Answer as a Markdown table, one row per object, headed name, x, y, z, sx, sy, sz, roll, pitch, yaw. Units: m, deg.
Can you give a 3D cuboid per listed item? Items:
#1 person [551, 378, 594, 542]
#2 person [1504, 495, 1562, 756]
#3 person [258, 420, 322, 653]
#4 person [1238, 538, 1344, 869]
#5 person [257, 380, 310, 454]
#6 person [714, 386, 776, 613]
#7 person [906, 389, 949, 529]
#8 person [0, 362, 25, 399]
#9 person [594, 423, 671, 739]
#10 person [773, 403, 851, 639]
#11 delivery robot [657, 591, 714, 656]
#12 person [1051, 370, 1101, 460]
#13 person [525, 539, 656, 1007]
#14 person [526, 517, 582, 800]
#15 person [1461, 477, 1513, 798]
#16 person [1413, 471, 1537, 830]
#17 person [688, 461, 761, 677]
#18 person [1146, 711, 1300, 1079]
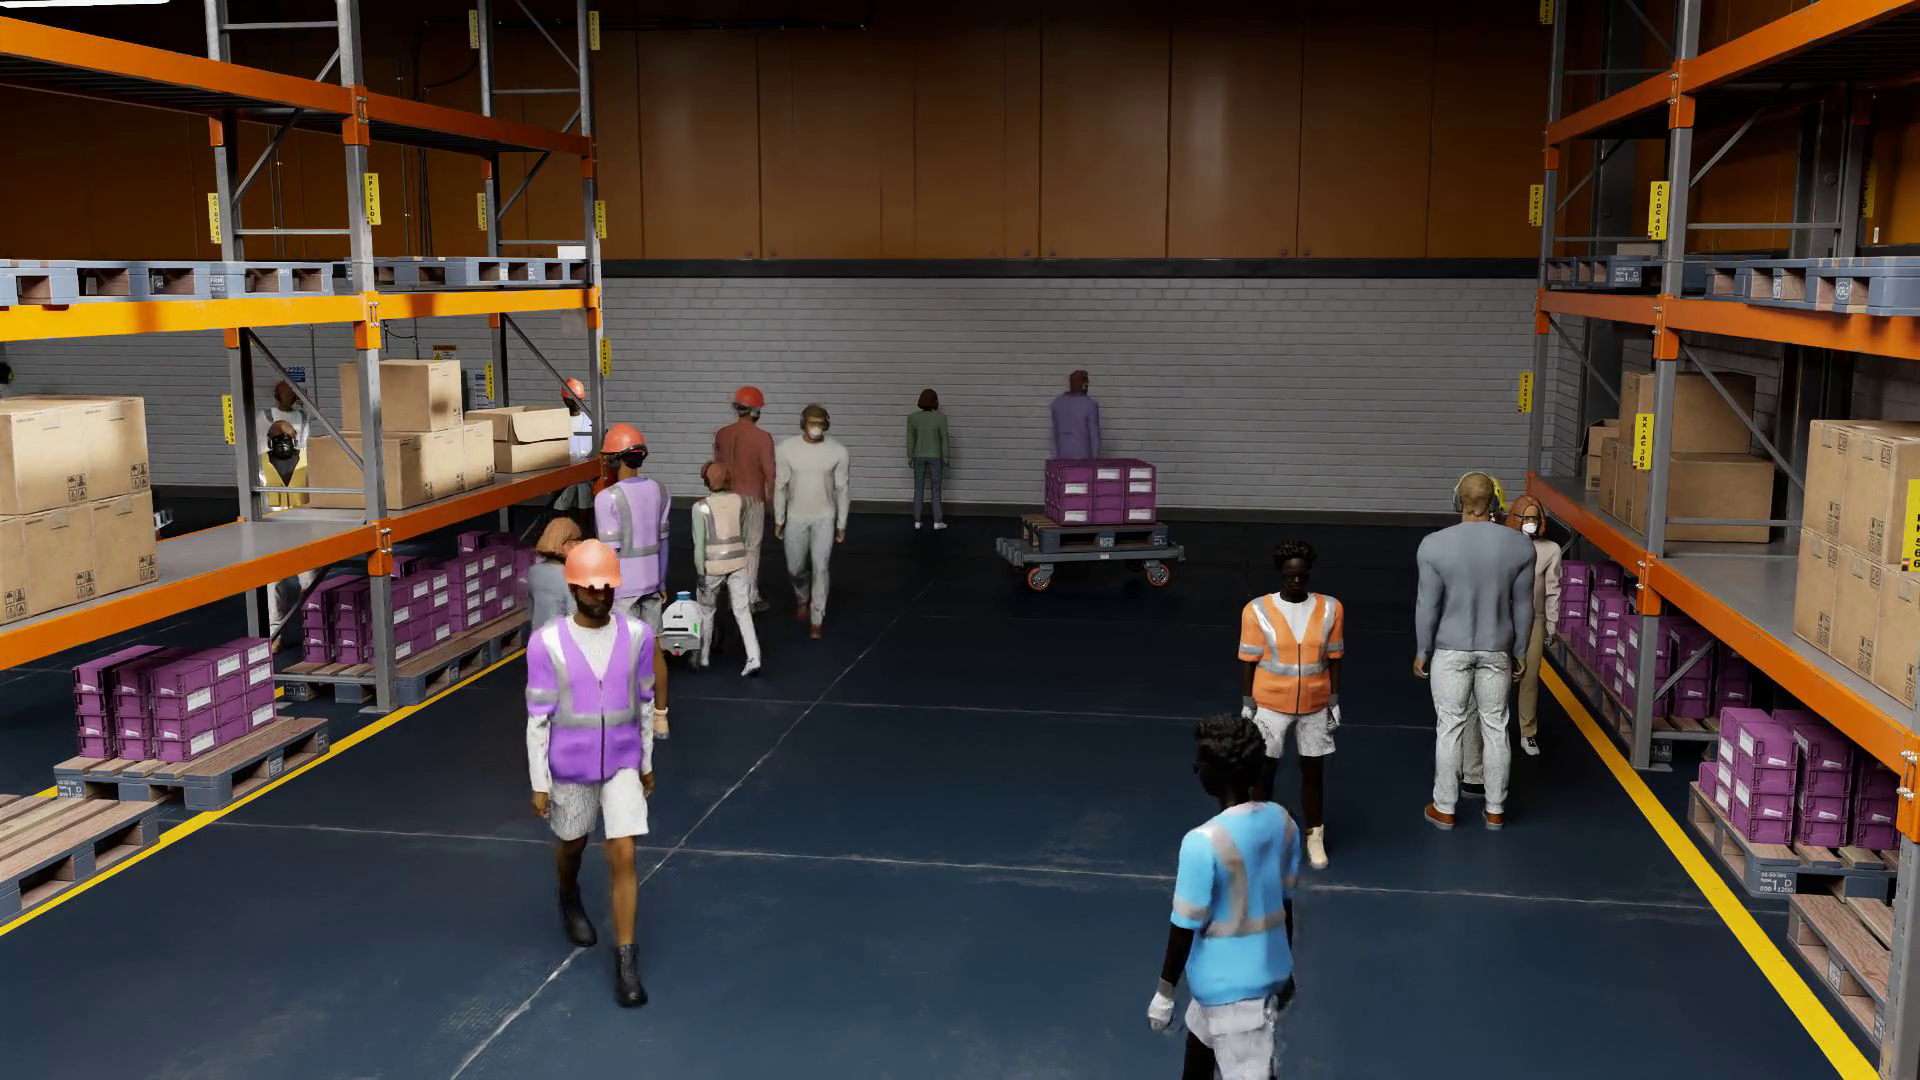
| name | x | y | z | sx | sy | sz | roll | pitch | yaw |
| --- | --- | --- | --- | --- | --- | --- | --- | --- | --- |
| person | -3.795 | -0.626 | 16.429 | 0.547 | 1.937 | 0.379 | -6 | 11 | -35 |
| person | 3.446 | 0.527 | 10.278 | 0.497 | 1.629 | 0.277 | 1 | 9 | 4 |
| person | -5.260 | -0.026 | 13.052 | 0.629 | 1.837 | 0.429 | -4 | 10 | -23 |
| person | 1.648 | 0.818 | 8.306 | 0.534 | 1.687 | 0.320 | 0 | 9 | -2 |
| person | -7.186 | -0.782 | 17.677 | 0.569 | 1.855 | 0.899 | -8 | 12 | -40 |
| person | -1.844 | -0.351 | 14.616 | 0.658 | 1.982 | 0.484 | 6 | 11 | 32 |
| person | -0.370 | -0.937 | 19.276 | 0.507 | 1.631 | 0.266 | 3 | 10 | 16 |
| person | -12.024 | -1.326 | 21.015 | 0.564 | 1.845 | 0.521 | -3 | 10 | -18 |
| person | -2.084 | 0.288 | 10.466 | 0.390 | 2.041 | 0.614 | 6 | 11 | 31 |
| person | -1.208 | -0.174 | 13.664 | 0.637 | 1.926 | 0.559 | 0 | 9 | -3 |
| delivery robot | -2.090 | 0.633 | 12.623 | 0.477 | 0.478 | 0.707 | 0 | 9 | 1 |
| person | 1.312 | -0.958 | 18.607 | 0.671 | 1.894 | 0.549 | 8 | 12 | 40 |
| person | -1.557 | 0.915 | 7.047 | 0.553 | 1.898 | 0.983 | -4 | 10 | -24 |
| person | -2.254 | 0.677 | 9.346 | 0.524 | 1.616 | 0.347 | 7 | 11 | 36 |
| person | 2.951 | 0.550 | 9.495 | 0.404 | 1.834 | 0.589 | -2 | 9 | -11 |
| person | 2.733 | 0.599 | 8.889 | 0.627 | 1.934 | 0.370 | 1 | 9 | 5 |
| person | -1.746 | 0.208 | 12.318 | 0.496 | 1.595 | 0.827 | -6 | 11 | -33 |
| person | 0.887 | 1.352 | 5.121 | 0.903 | 1.647 | 0.536 | 7 | 12 | 38 |
